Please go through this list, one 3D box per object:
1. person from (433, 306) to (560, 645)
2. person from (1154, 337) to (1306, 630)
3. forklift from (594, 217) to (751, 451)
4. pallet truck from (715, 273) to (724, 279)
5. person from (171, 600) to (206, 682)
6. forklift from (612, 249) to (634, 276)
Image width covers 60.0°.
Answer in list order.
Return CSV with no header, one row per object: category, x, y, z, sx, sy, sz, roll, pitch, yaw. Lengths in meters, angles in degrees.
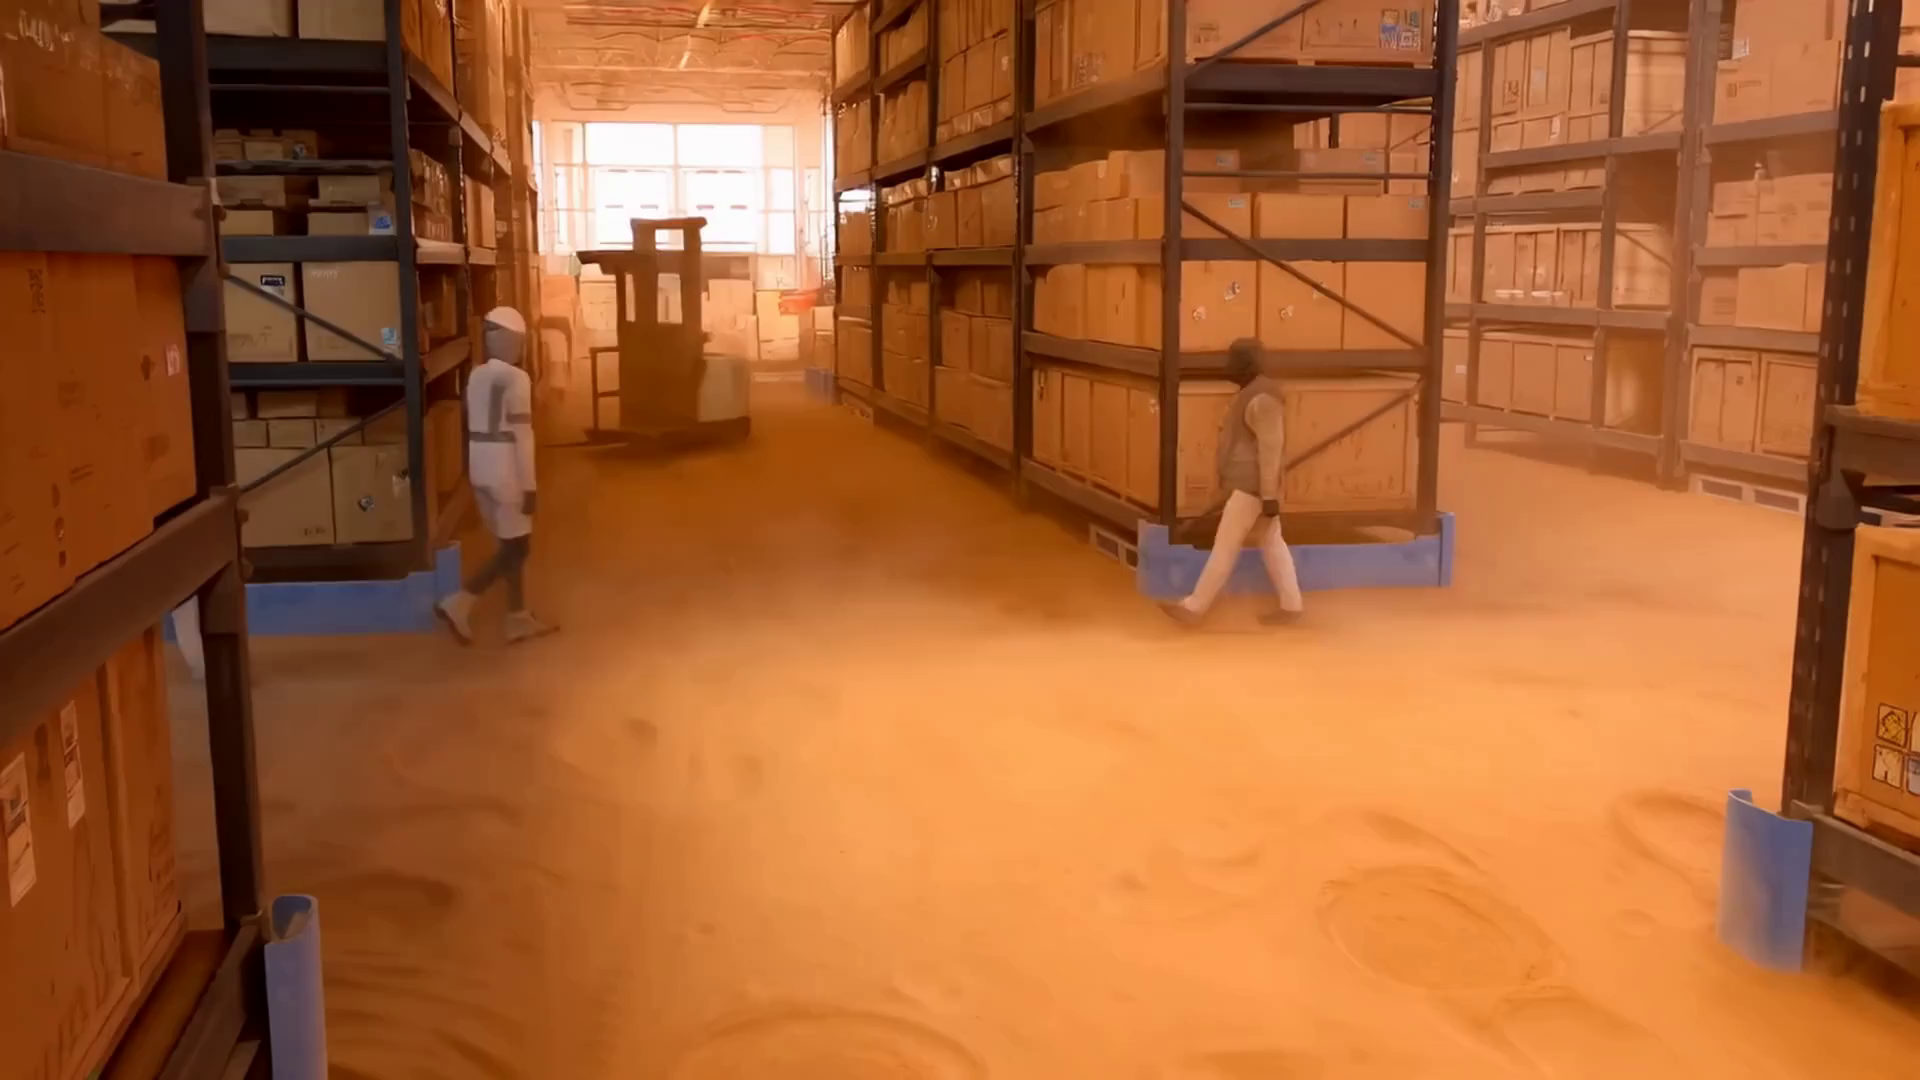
person,-2.740,-0.357,9.685,0.705,1.989,0.741,9,13,43
person,1.700,-0.331,10.161,0.980,1.787,0.656,0,9,2
forklift,-3.579,-2.588,20.596,1.129,2.768,1.873,6,11,32
pallet truck,-8.580,-8.986,62.280,1.885,1.965,0.823,1,9,5
person,-4.337,-0.020,8.886,0.851,1.586,0.513,4,10,24
forklift,-11.590,-8.676,57.704,1.129,2.768,1.873,-7,12,-38
